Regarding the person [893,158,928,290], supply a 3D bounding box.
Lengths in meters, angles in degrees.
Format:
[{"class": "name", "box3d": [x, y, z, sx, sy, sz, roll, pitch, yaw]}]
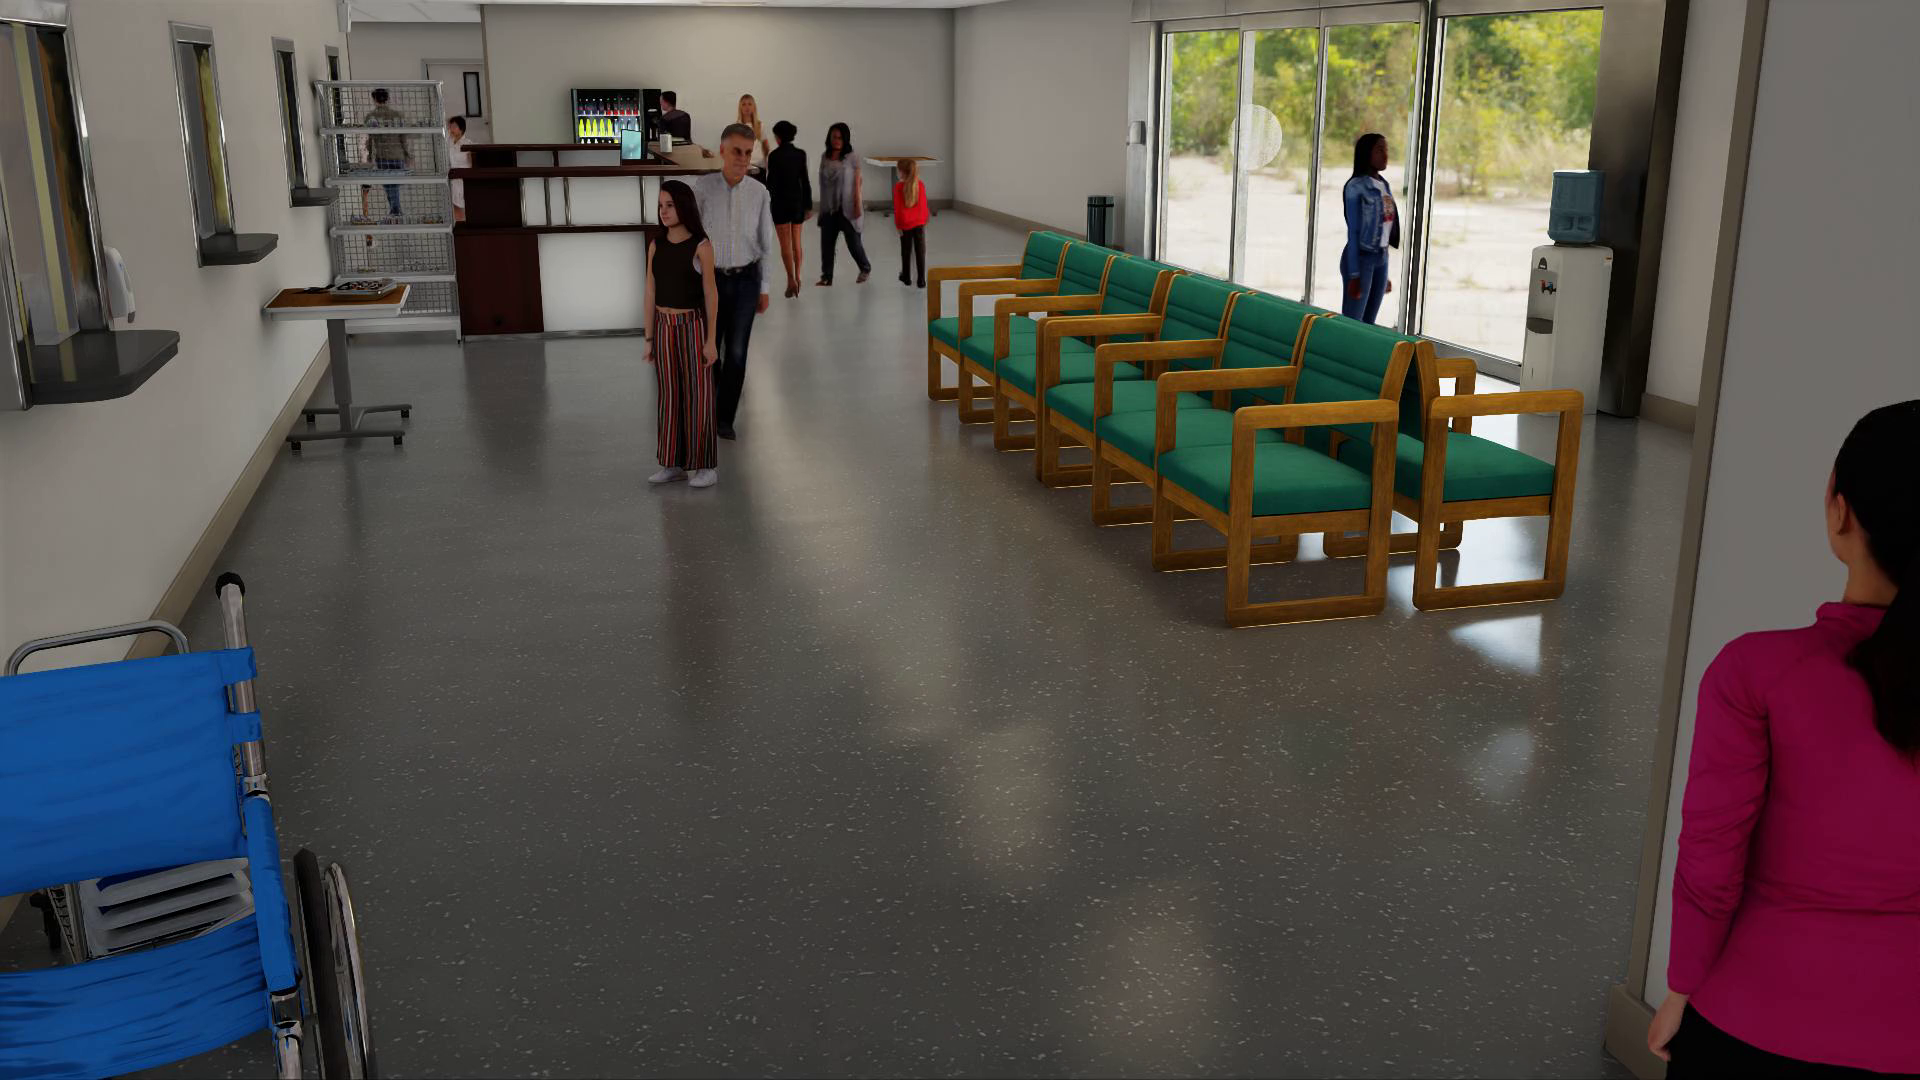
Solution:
[{"class": "person", "box3d": [-0.444, -3.018, 16.053, 0.863, 1.242, 0.576, -3, 16, -11]}]

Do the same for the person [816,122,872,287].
[{"class": "person", "box3d": [-1.119, -3.285, 16.379, 1.041, 1.578, 1.073, 8, 17, 25]}]

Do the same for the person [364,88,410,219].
[{"class": "person", "box3d": [-7.672, -5.108, 22.363, 1.125, 1.842, 1.059, -12, 20, -37]}]

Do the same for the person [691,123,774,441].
[{"class": "person", "box3d": [-1.346, -1.483, 9.600, 0.801, 1.790, 0.780, -2, 16, -6]}]

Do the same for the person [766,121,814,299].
[{"class": "person", "box3d": [-1.562, -3.060, 15.485, 0.666, 1.631, 0.751, -9, 18, -30]}]

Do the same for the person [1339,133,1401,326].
[{"class": "person", "box3d": [2.520, -1.668, 10.398, 0.740, 1.712, 0.636, 14, 21, 40]}]

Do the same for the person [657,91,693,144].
[{"class": "person", "box3d": [-3.590, -4.878, 21.587, 1.117, 1.820, 1.055, 9, 18, 30]}]

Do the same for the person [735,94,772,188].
[{"class": "person", "box3d": [-2.405, -4.170, 19.130, 0.939, 1.791, 0.698, -3, 16, -12]}]

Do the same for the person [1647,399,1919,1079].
[{"class": "person", "box3d": [1.141, 0.651, 2.199, 0.635, 1.698, 0.737, 3, 16, 10]}]

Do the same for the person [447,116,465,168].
[{"class": "person", "box3d": [-9.387, -7.258, 31.027, 0.511, 1.279, 0.612, 1, 16, 3]}]

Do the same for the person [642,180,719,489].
[{"class": "person", "box3d": [-1.411, -1.047, 8.476, 0.617, 1.561, 0.702, 6, 17, 21]}]
